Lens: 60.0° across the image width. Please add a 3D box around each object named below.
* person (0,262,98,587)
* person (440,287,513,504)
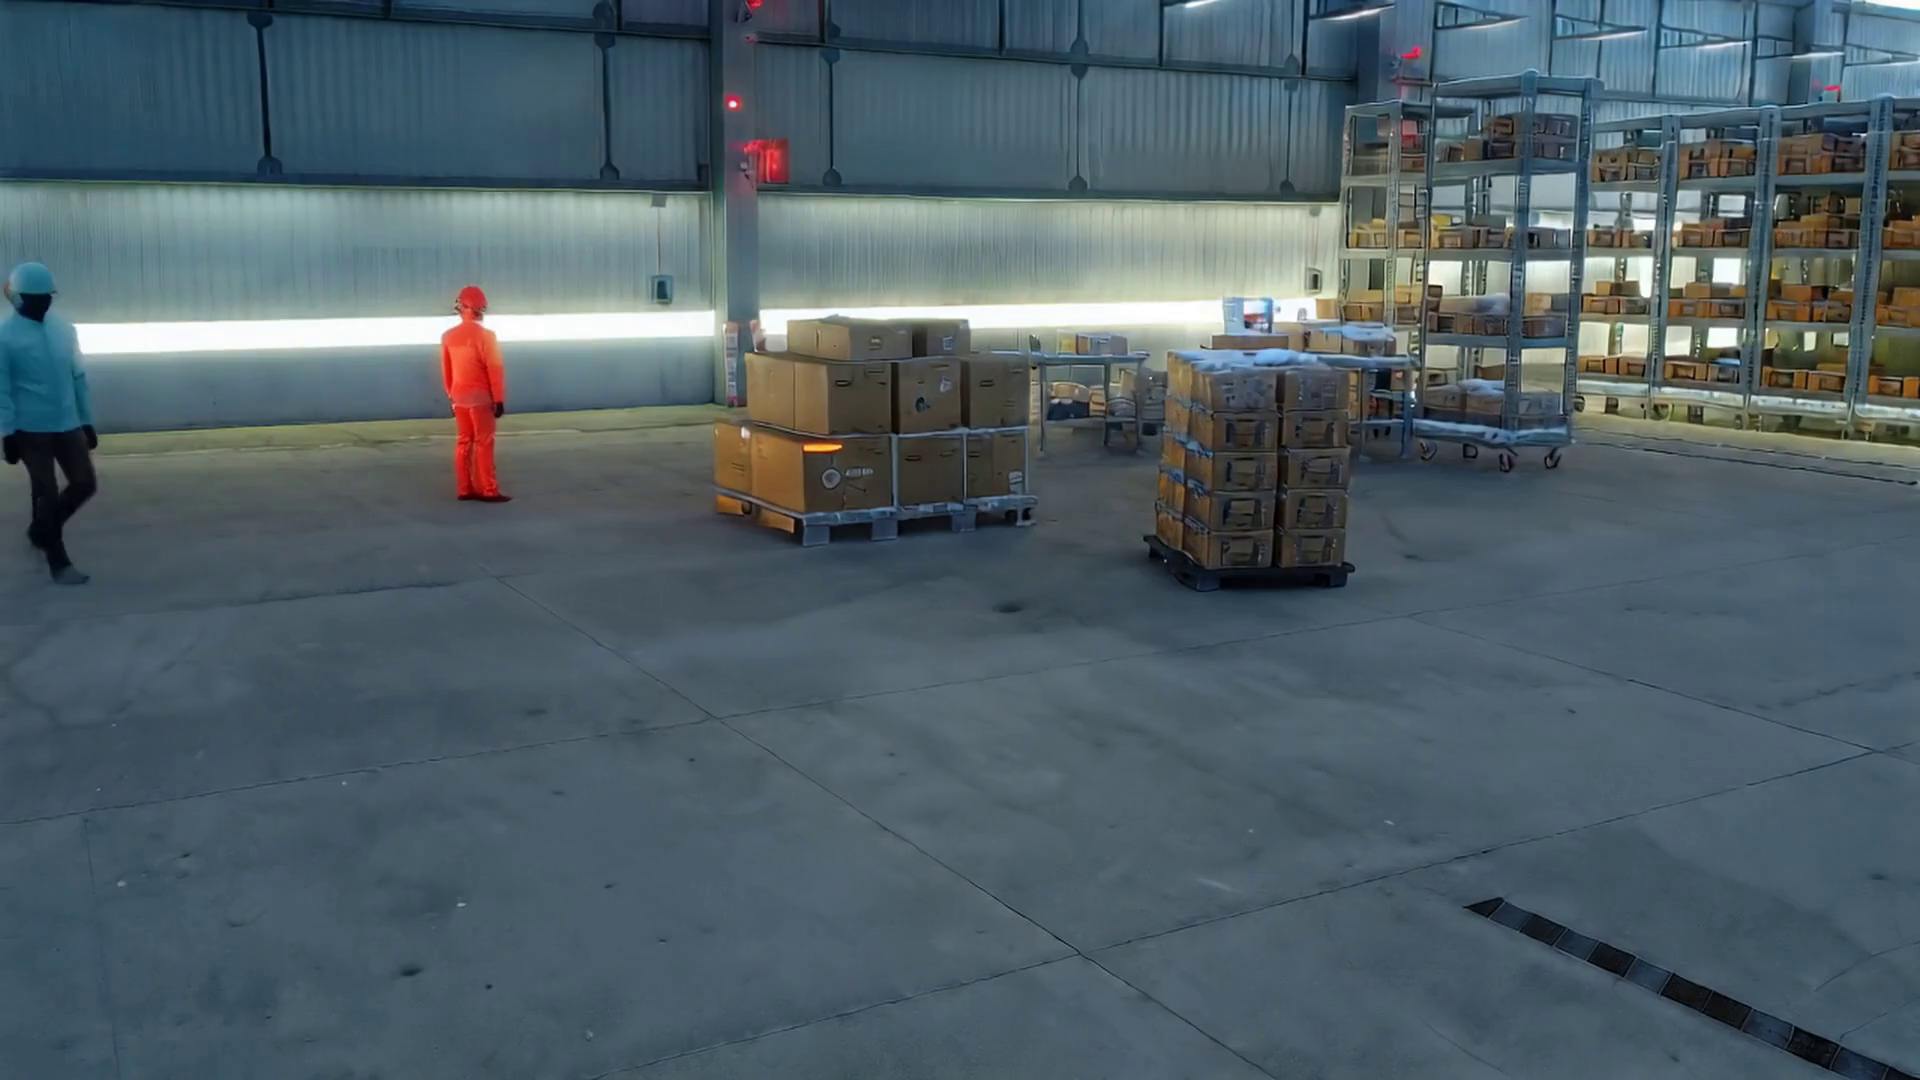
[{"bbox_3d":[-5.629,-0.703,10.188,0.575,1.981,0.642,4,11,22],"label":"person"},{"bbox_3d":[-3.913,-1.165,13.458,0.562,1.752,0.324,5,11,27],"label":"person"}]
